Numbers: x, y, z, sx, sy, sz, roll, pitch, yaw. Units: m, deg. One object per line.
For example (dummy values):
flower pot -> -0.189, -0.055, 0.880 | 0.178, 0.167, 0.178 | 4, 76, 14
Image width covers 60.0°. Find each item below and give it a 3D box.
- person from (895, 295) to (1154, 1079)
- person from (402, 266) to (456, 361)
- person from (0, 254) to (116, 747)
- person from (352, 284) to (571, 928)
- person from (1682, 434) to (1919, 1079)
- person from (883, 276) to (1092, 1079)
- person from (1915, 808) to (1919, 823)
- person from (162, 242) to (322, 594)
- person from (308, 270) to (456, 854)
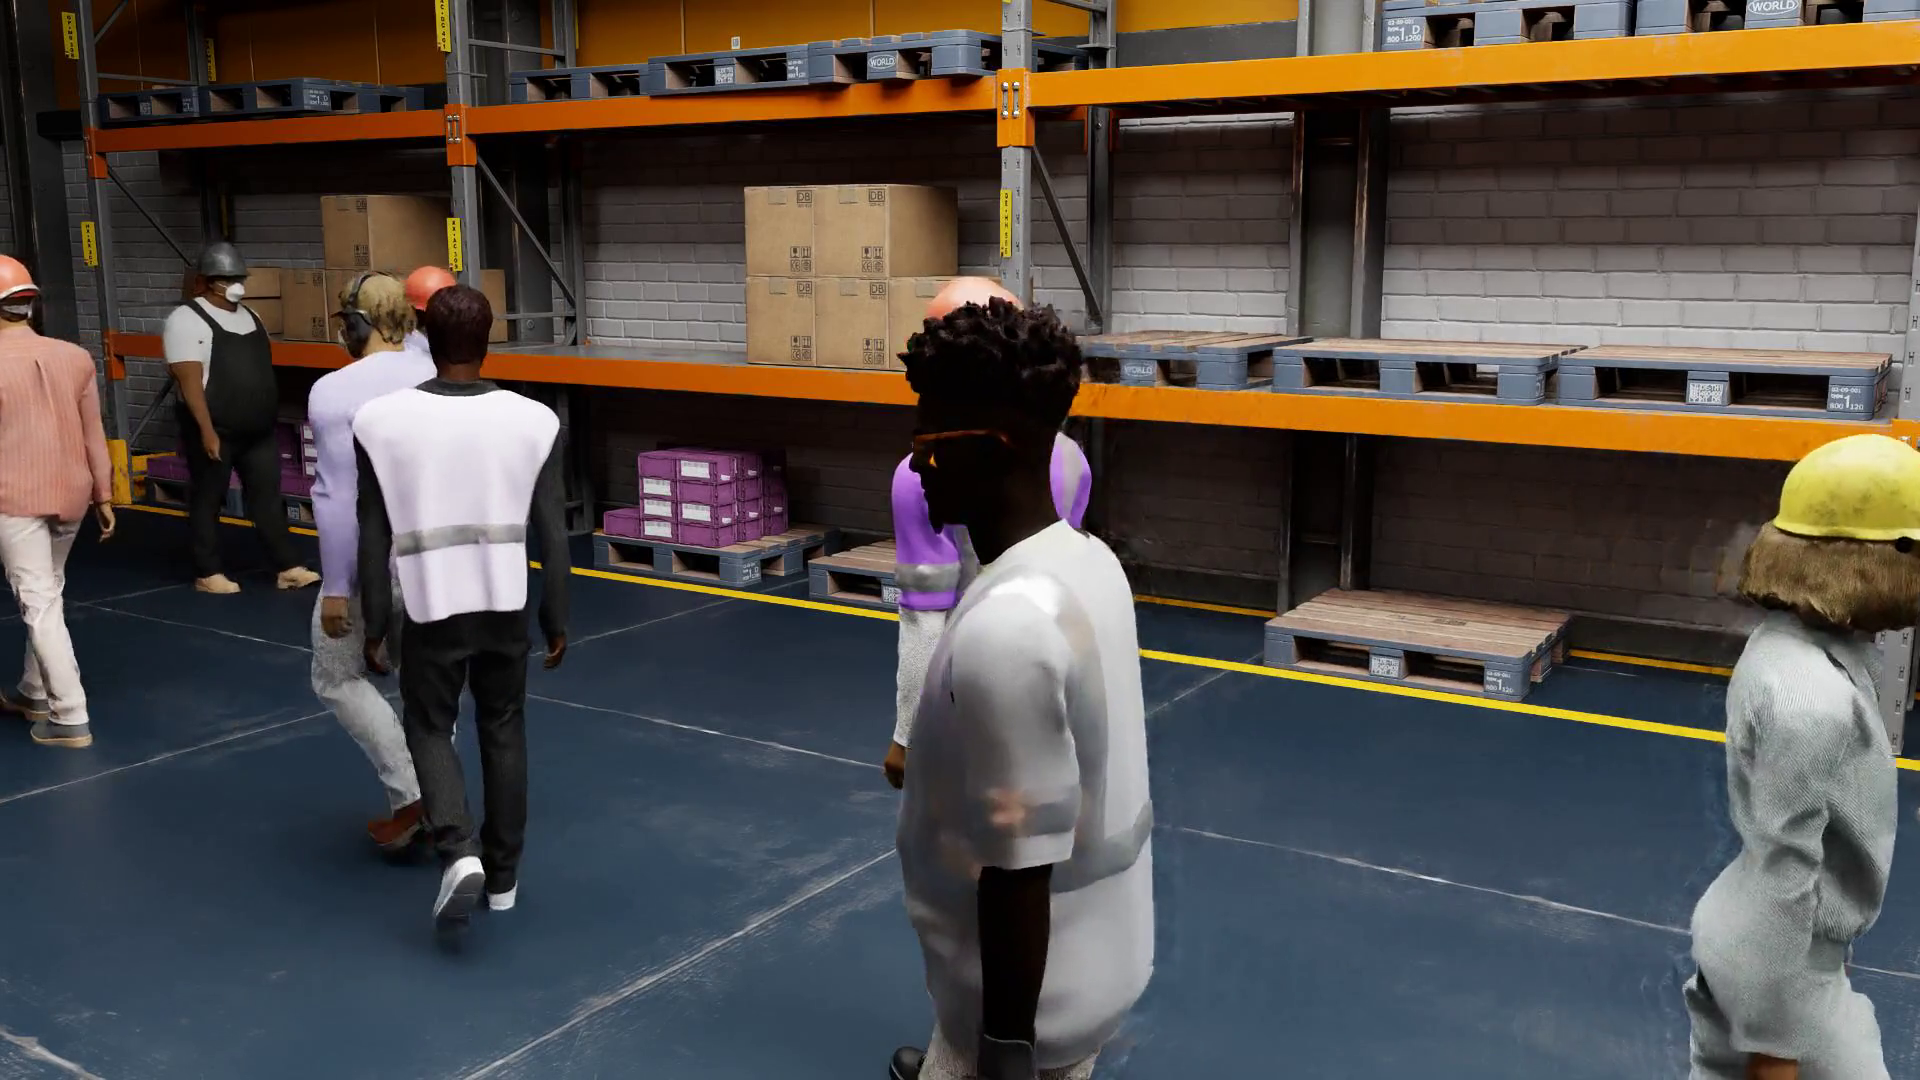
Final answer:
person -> 0.141, 0.626, 2.423 | 0.520, 1.947, 0.600 | 3, 11, 16
person -> -2.598, -0.389, 8.214 | 0.414, 1.899, 0.731 | -2, 10, -9
person -> -3.845, -0.158, 6.730 | 0.898, 1.956, 0.642 | 5, 11, 25
person -> -1.431, 0.211, 4.862 | 0.608, 1.898, 0.551 | -4, 11, -22
person -> 1.398, 0.697, 2.610 | 0.592, 1.723, 0.507 | 4, 11, 22
person -> 0.046, 0.364, 3.891 | 0.545, 1.941, 0.351 | -9, 14, -42
person -> 3.569, 0.084, 5.344 | 0.789, 1.996, 0.412 | 9, 13, 40
person -> -4.107, -0.697, 9.491 | 0.642, 2.000, 0.694 | 5, 11, 24
person -> -1.857, 0.097, 5.408 | 0.437, 1.926, 0.655 | 5, 11, 26
